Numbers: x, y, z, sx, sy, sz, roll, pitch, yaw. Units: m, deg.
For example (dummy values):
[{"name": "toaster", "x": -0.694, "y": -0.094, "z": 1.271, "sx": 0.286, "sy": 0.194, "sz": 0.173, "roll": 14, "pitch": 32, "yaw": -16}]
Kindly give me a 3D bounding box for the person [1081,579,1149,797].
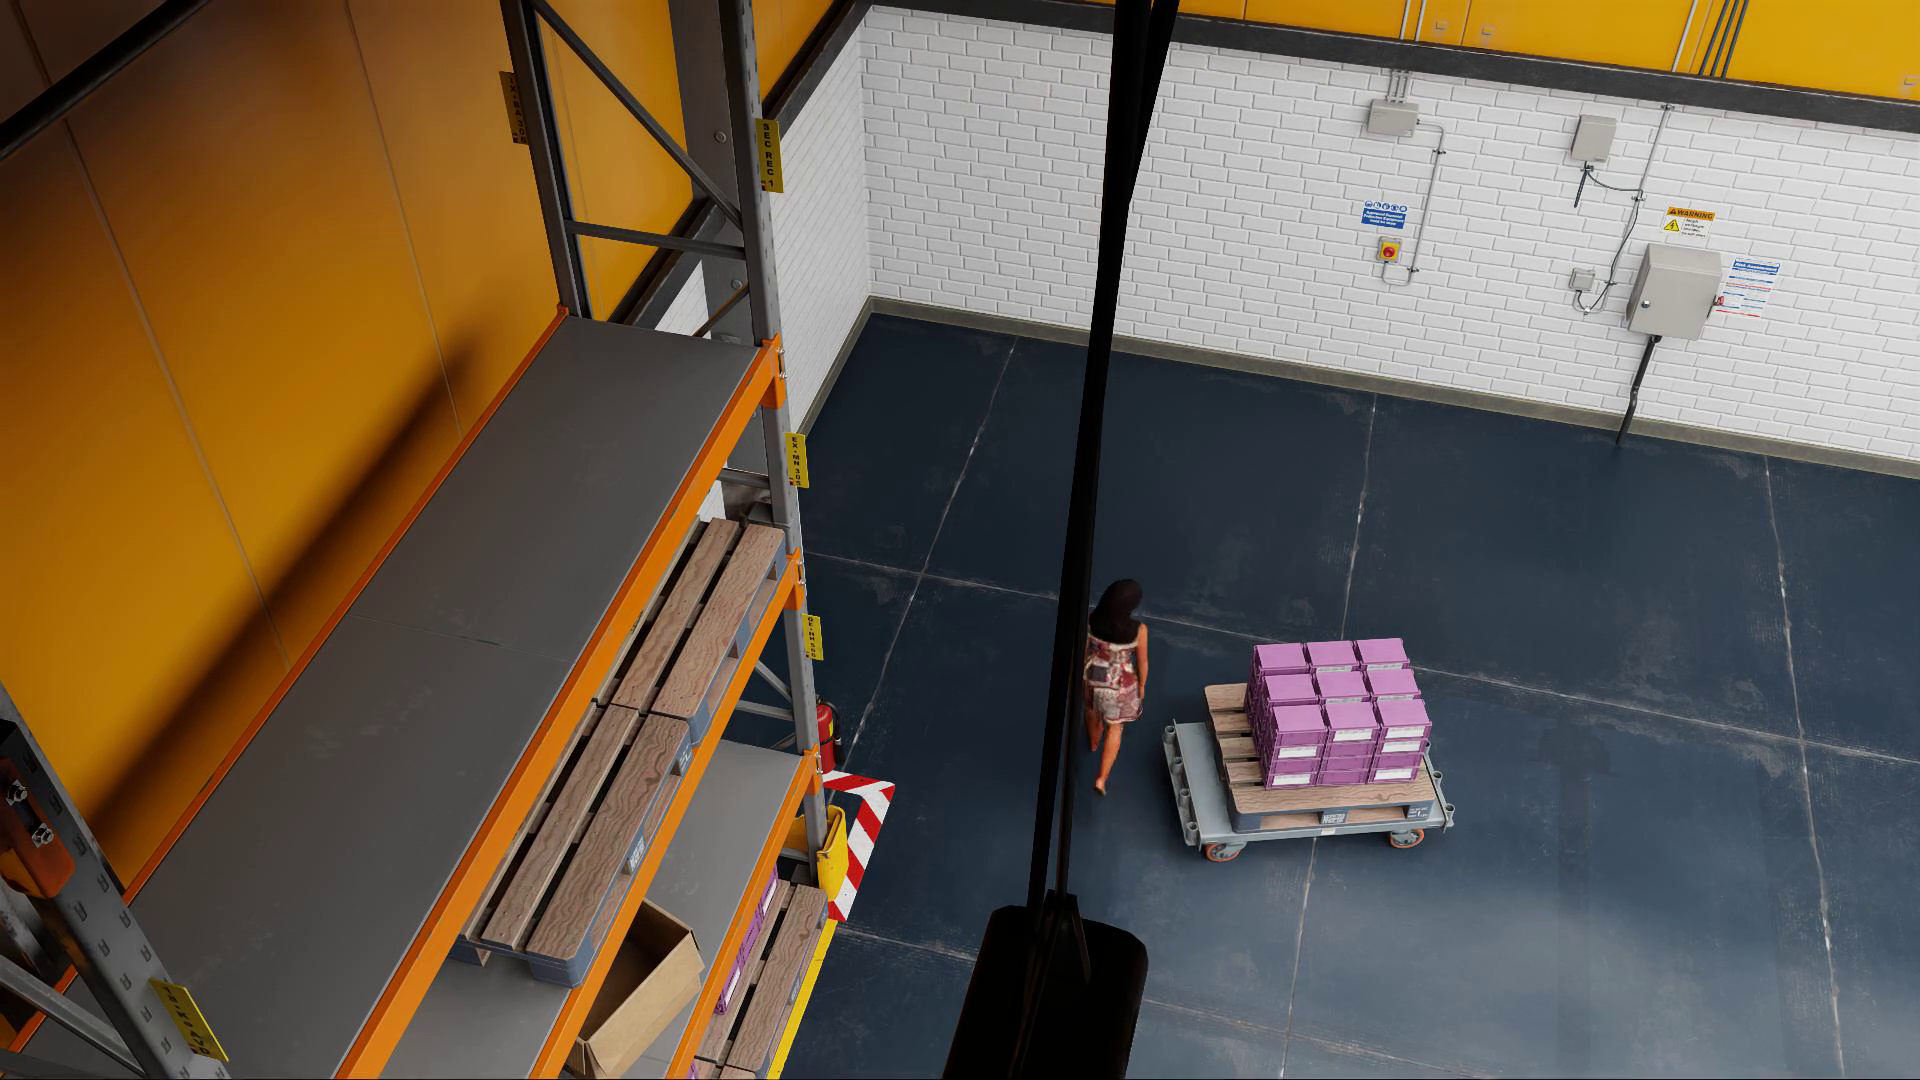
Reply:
[{"name": "person", "x": 0.899, "y": 0.910, "z": 10.146, "sx": 0.660, "sy": 1.624, "sz": 0.960, "roll": 6, "pitch": 44, "yaw": 6}]
